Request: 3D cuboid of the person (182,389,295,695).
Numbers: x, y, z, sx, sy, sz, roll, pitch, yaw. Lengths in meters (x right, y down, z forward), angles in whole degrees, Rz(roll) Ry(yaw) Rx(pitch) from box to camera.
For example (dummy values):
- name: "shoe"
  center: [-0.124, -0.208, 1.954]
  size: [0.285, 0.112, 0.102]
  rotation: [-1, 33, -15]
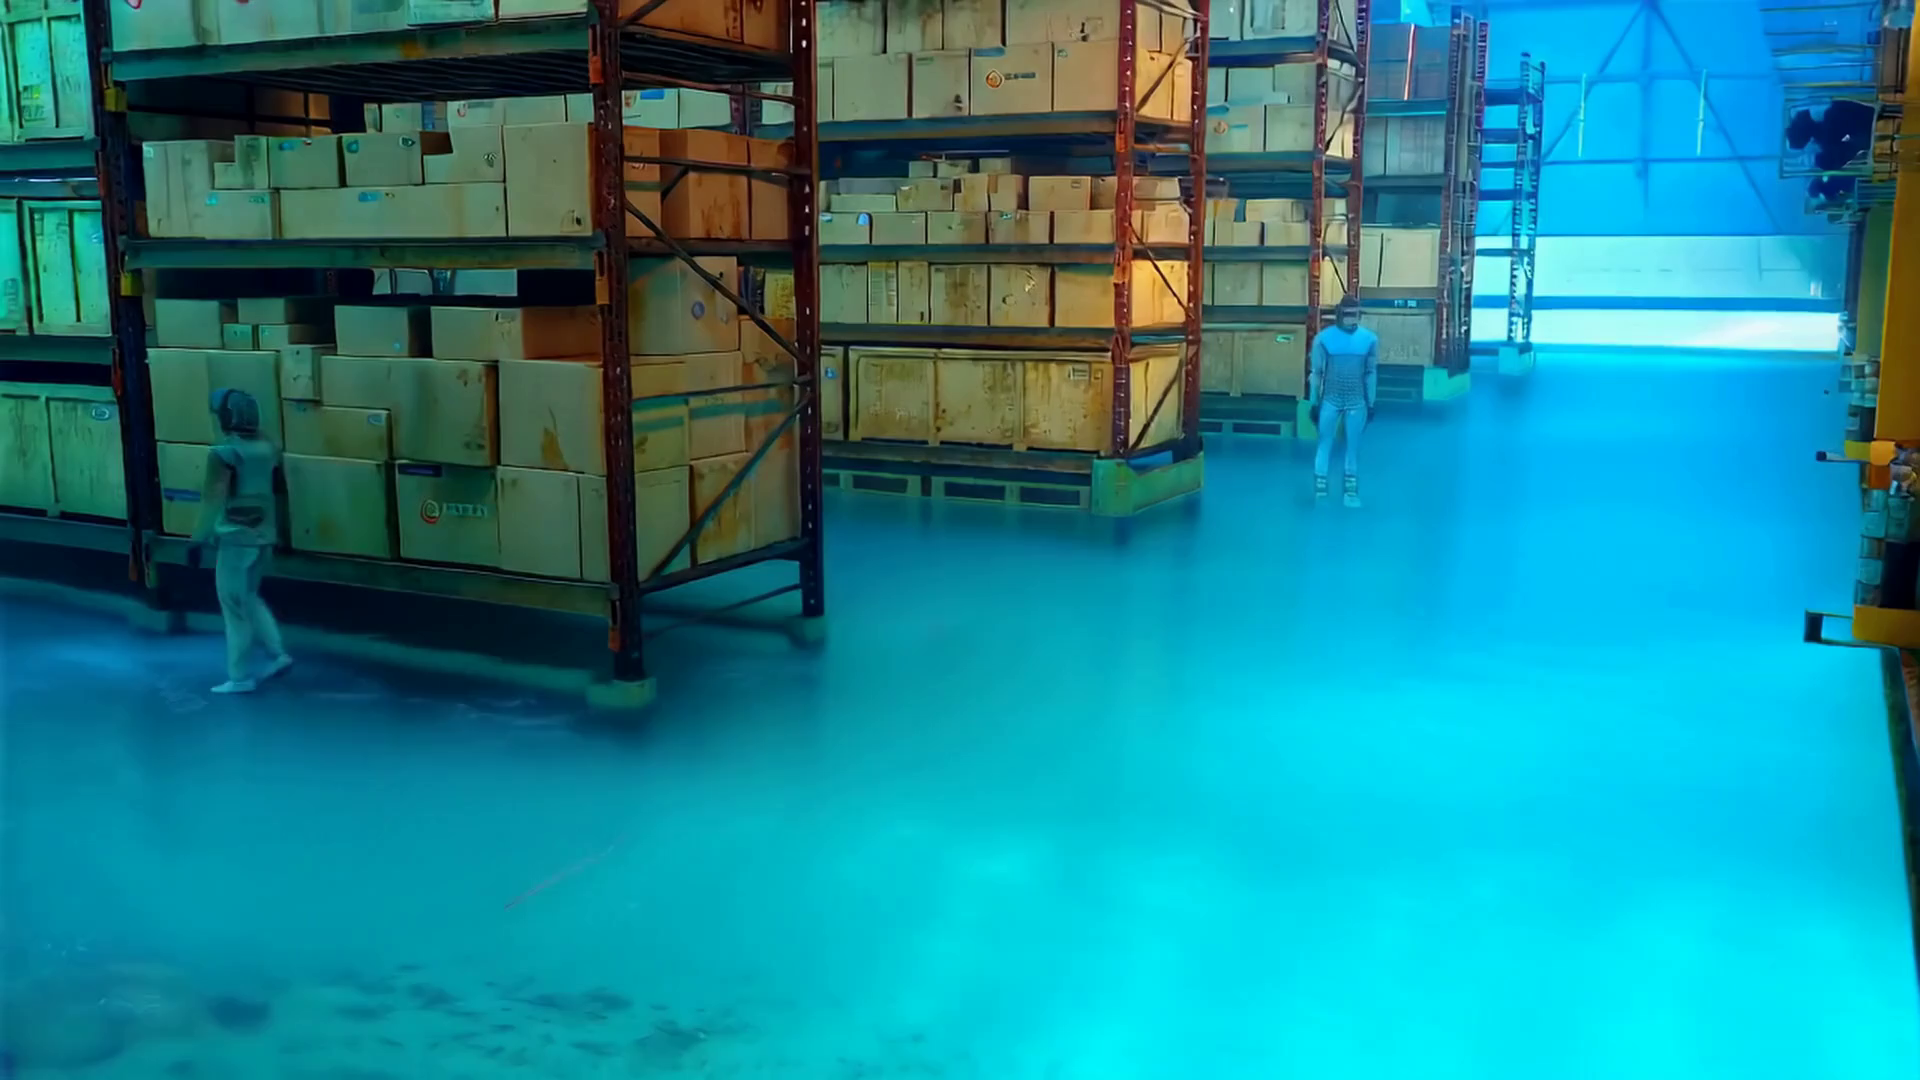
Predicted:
- name: "person"
  center: [-3.801, 0.019, 8.755]
  size: [0.391, 1.628, 0.538]
  rotation: [2, 10, 9]

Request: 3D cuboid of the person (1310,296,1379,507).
- name: "person"
  center: [3.529, -1.264, 15.290]
  size: [0.629, 1.939, 0.372]
  rotation: [-1, 10, -4]
